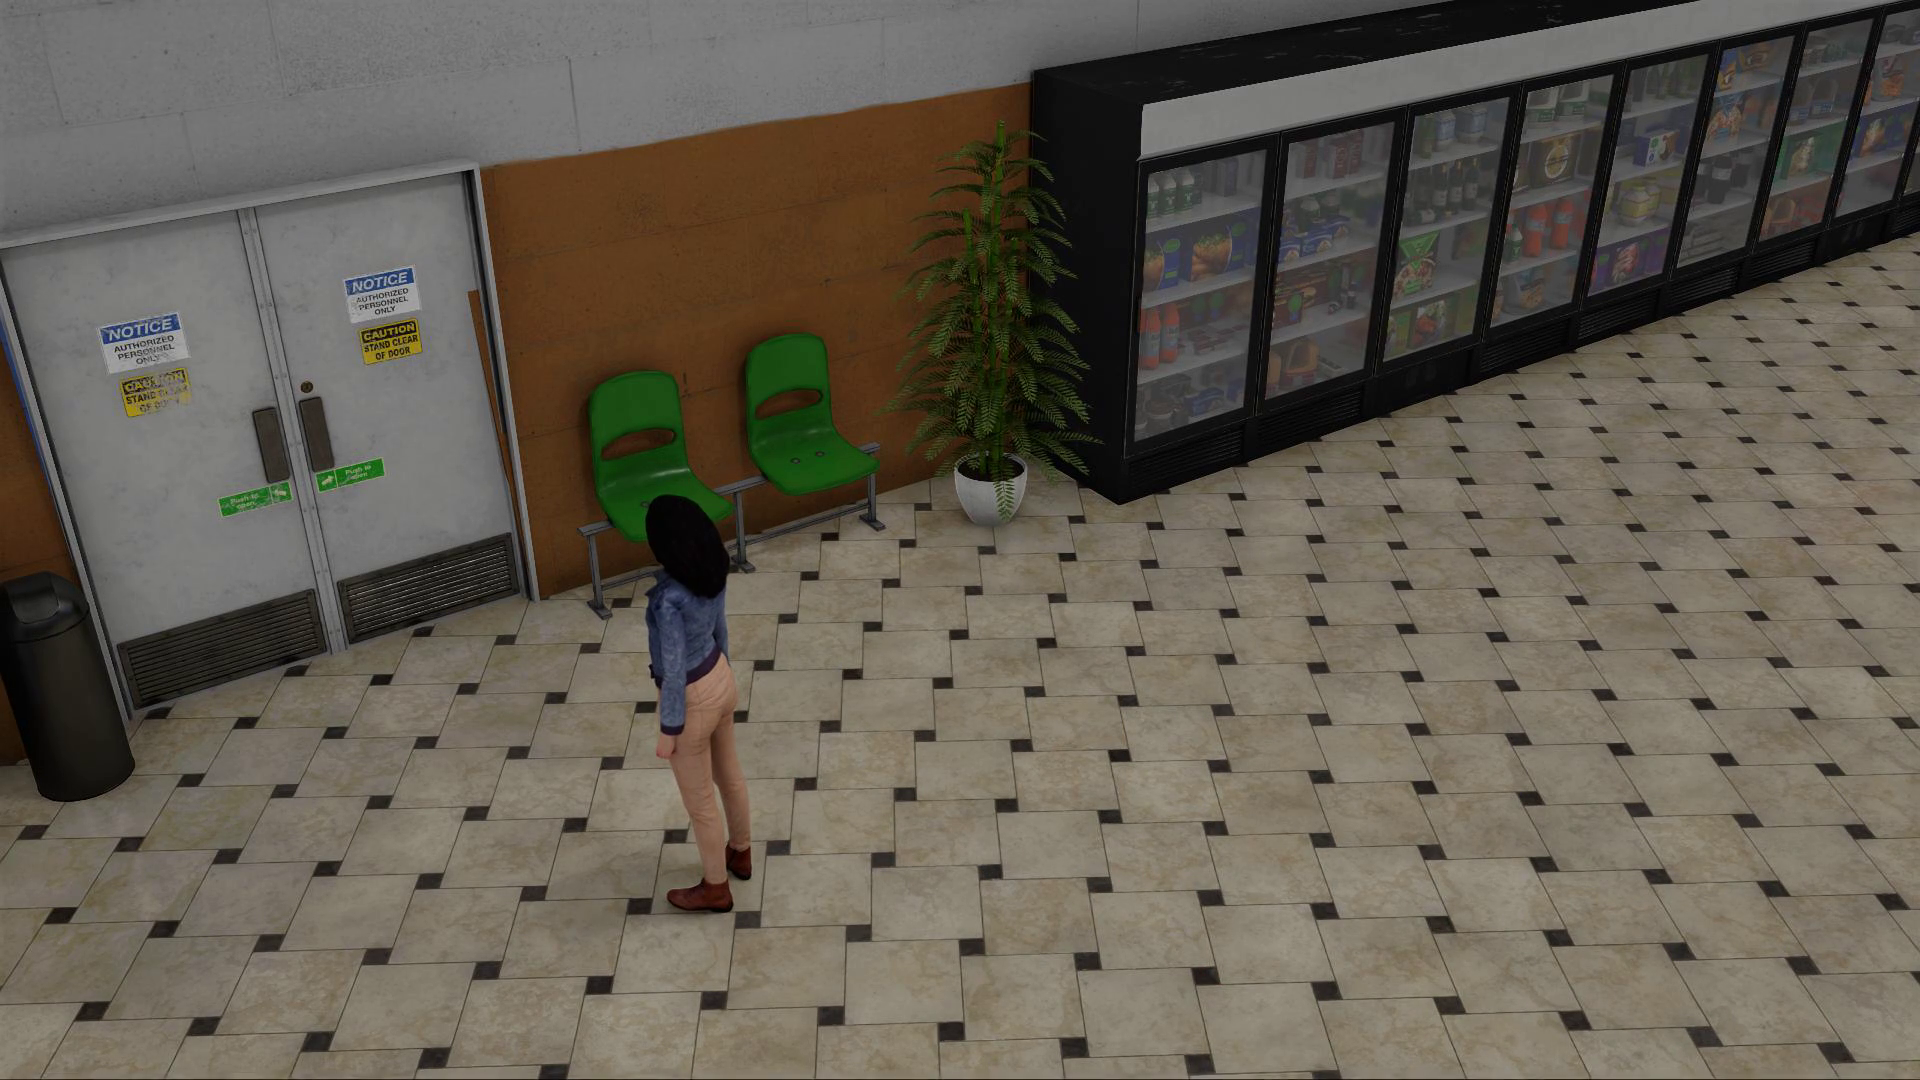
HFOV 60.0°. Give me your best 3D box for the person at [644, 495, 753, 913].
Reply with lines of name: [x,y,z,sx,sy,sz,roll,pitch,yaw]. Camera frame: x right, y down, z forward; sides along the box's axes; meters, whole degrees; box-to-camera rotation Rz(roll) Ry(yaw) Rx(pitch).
person: [-0.967,0.620,6.196,0.722,1.773,0.697,12,31,20]
